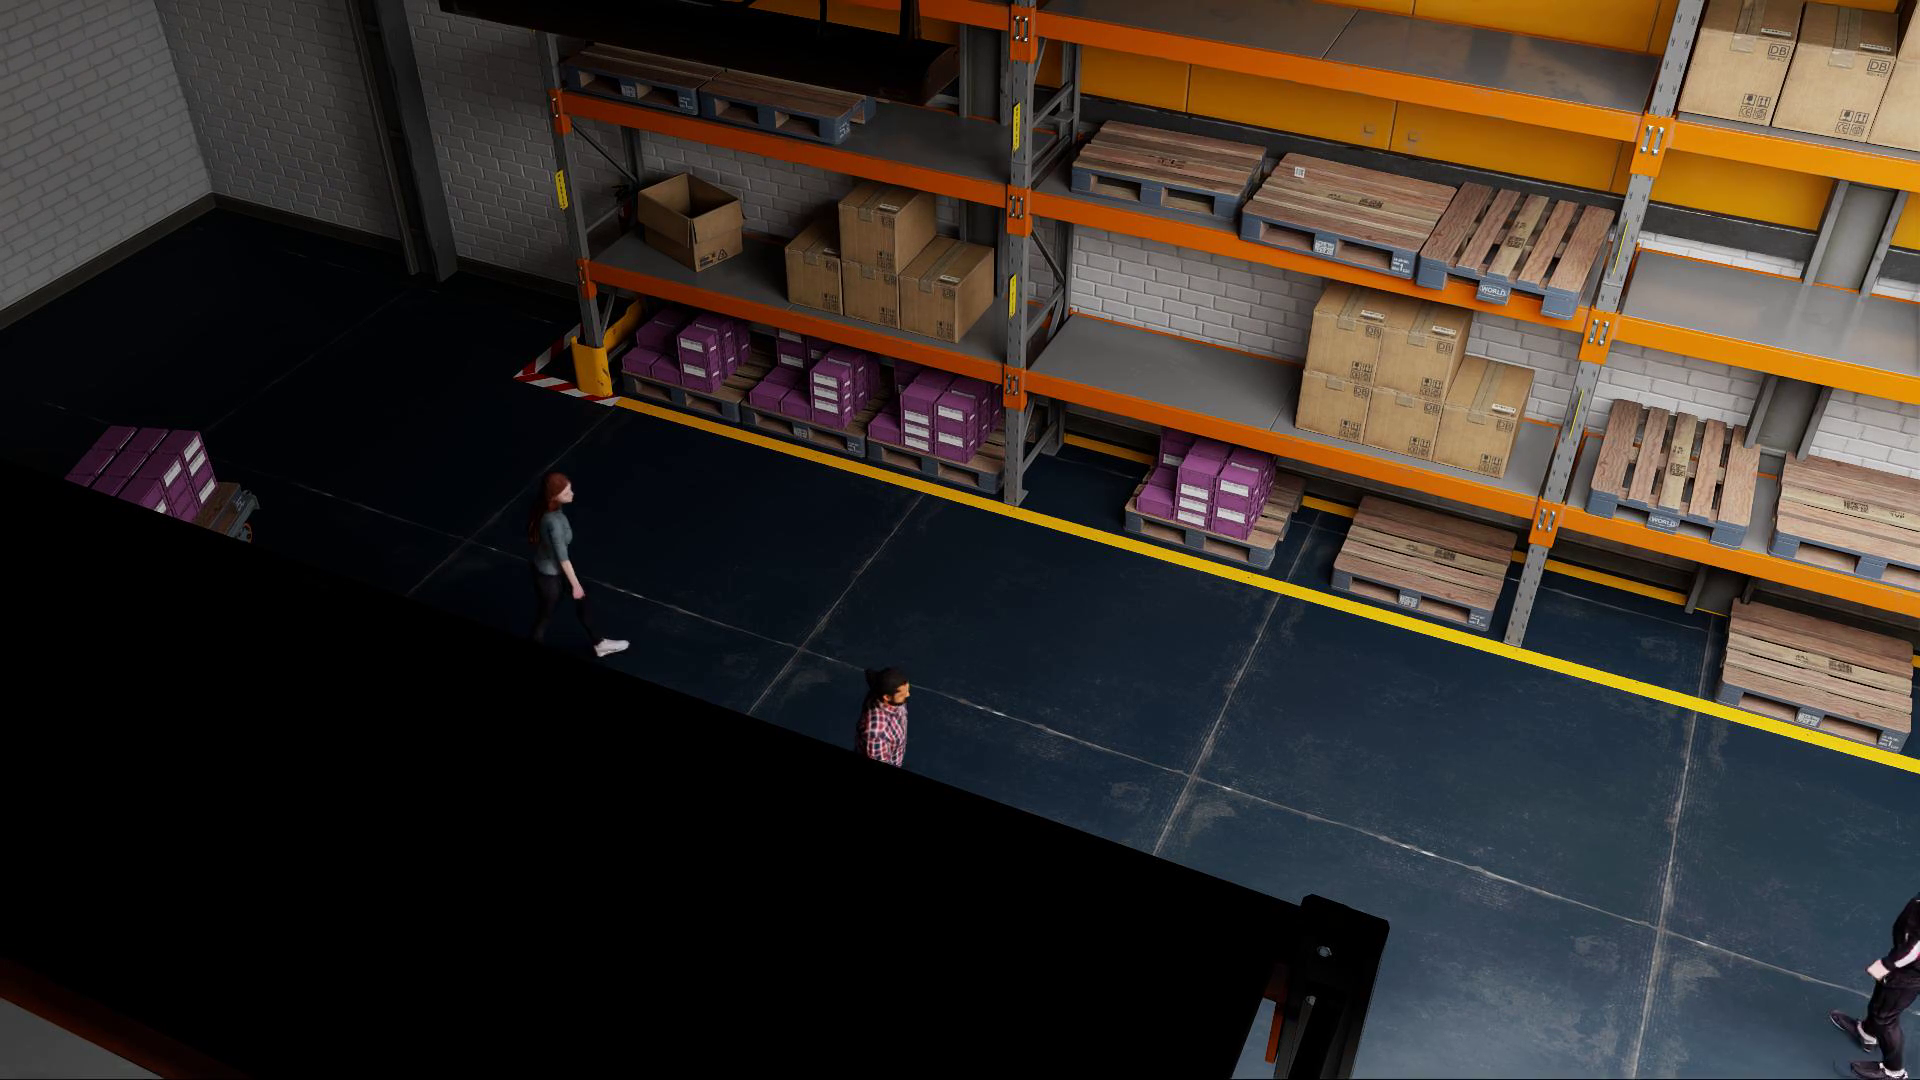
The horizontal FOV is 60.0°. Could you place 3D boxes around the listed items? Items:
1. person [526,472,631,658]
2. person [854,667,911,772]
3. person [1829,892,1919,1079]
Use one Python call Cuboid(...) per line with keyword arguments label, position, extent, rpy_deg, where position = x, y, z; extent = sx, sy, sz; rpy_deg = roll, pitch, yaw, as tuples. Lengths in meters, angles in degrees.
Cuboid(label="person", position=(-2.876, 0.253, 11.450), extent=(1.078, 1.694, 0.959), rpy_deg=(-12, 40, -15))
Cuboid(label="person", position=(-0.548, 1.360, 10.023), extent=(0.710, 1.745, 0.781), rpy_deg=(1, 39, 2))
Cuboid(label="person", position=(5.152, 2.254, 8.837), extent=(0.822, 1.829, 0.844), rpy_deg=(-31, 48, -33))
